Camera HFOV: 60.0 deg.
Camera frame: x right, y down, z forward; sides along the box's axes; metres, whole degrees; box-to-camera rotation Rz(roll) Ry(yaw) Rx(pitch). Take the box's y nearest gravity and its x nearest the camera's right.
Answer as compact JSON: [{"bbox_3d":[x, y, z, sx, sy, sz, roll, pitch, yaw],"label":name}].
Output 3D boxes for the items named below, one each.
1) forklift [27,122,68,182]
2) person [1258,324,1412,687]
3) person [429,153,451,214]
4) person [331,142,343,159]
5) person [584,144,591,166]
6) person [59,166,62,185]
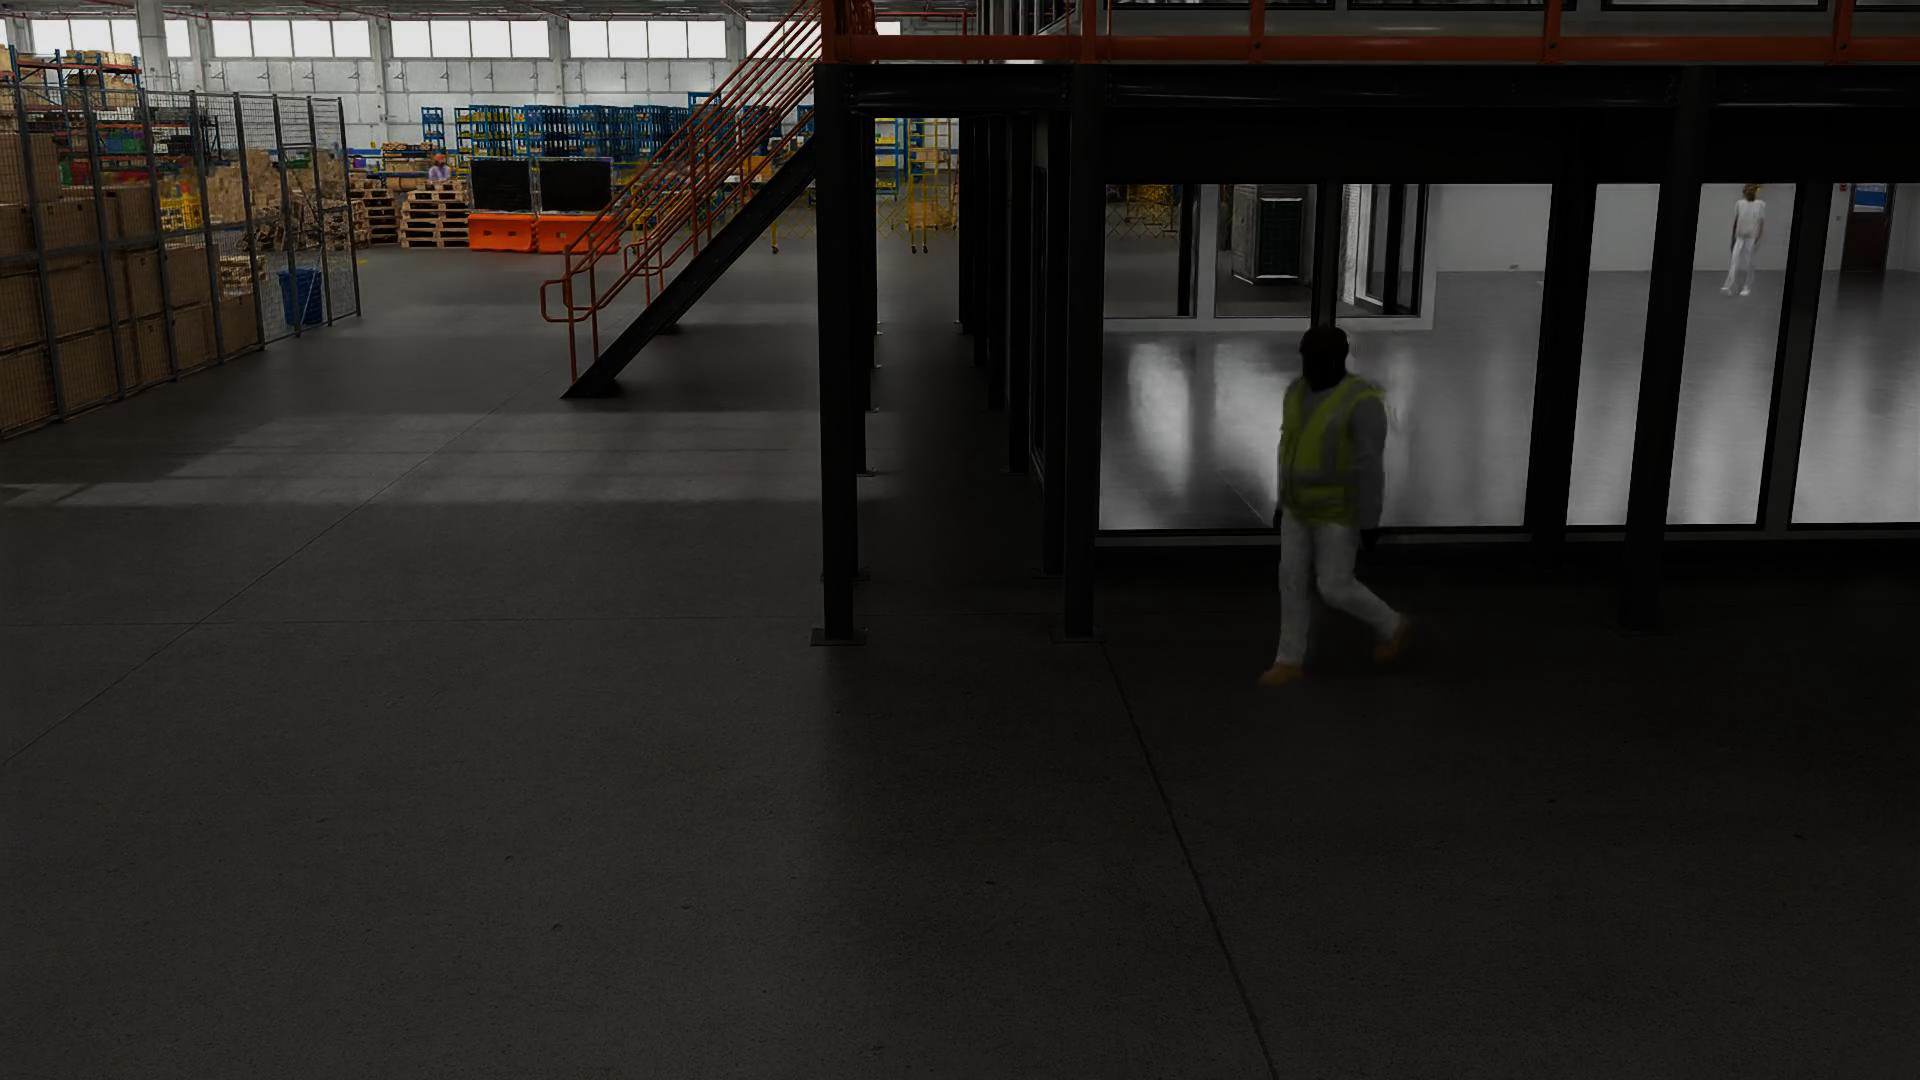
[{"bbox_3d":[-35.376,-14.773,64.377,1.129,2.768,1.873,-1,14,-2],"label":"forklift"},{"bbox_3d":[1.856,-0.168,8.172,0.680,1.816,0.659,-8,16,-29],"label":"person"},{"bbox_3d":[-13.704,-9.214,43.935,0.640,2.007,0.641,12,18,40],"label":"person"},{"bbox_3d":[-30.338,-18.426,80.966,0.955,1.916,0.614,10,17,34],"label":"person"},{"bbox_3d":[-17.930,-18.216,80.300,0.433,1.817,0.597,5,15,19],"label":"person"},{"bbox_3d":[-31.213,-12.393,57.415,0.279,1.624,0.494,7,16,25],"label":"person"}]
